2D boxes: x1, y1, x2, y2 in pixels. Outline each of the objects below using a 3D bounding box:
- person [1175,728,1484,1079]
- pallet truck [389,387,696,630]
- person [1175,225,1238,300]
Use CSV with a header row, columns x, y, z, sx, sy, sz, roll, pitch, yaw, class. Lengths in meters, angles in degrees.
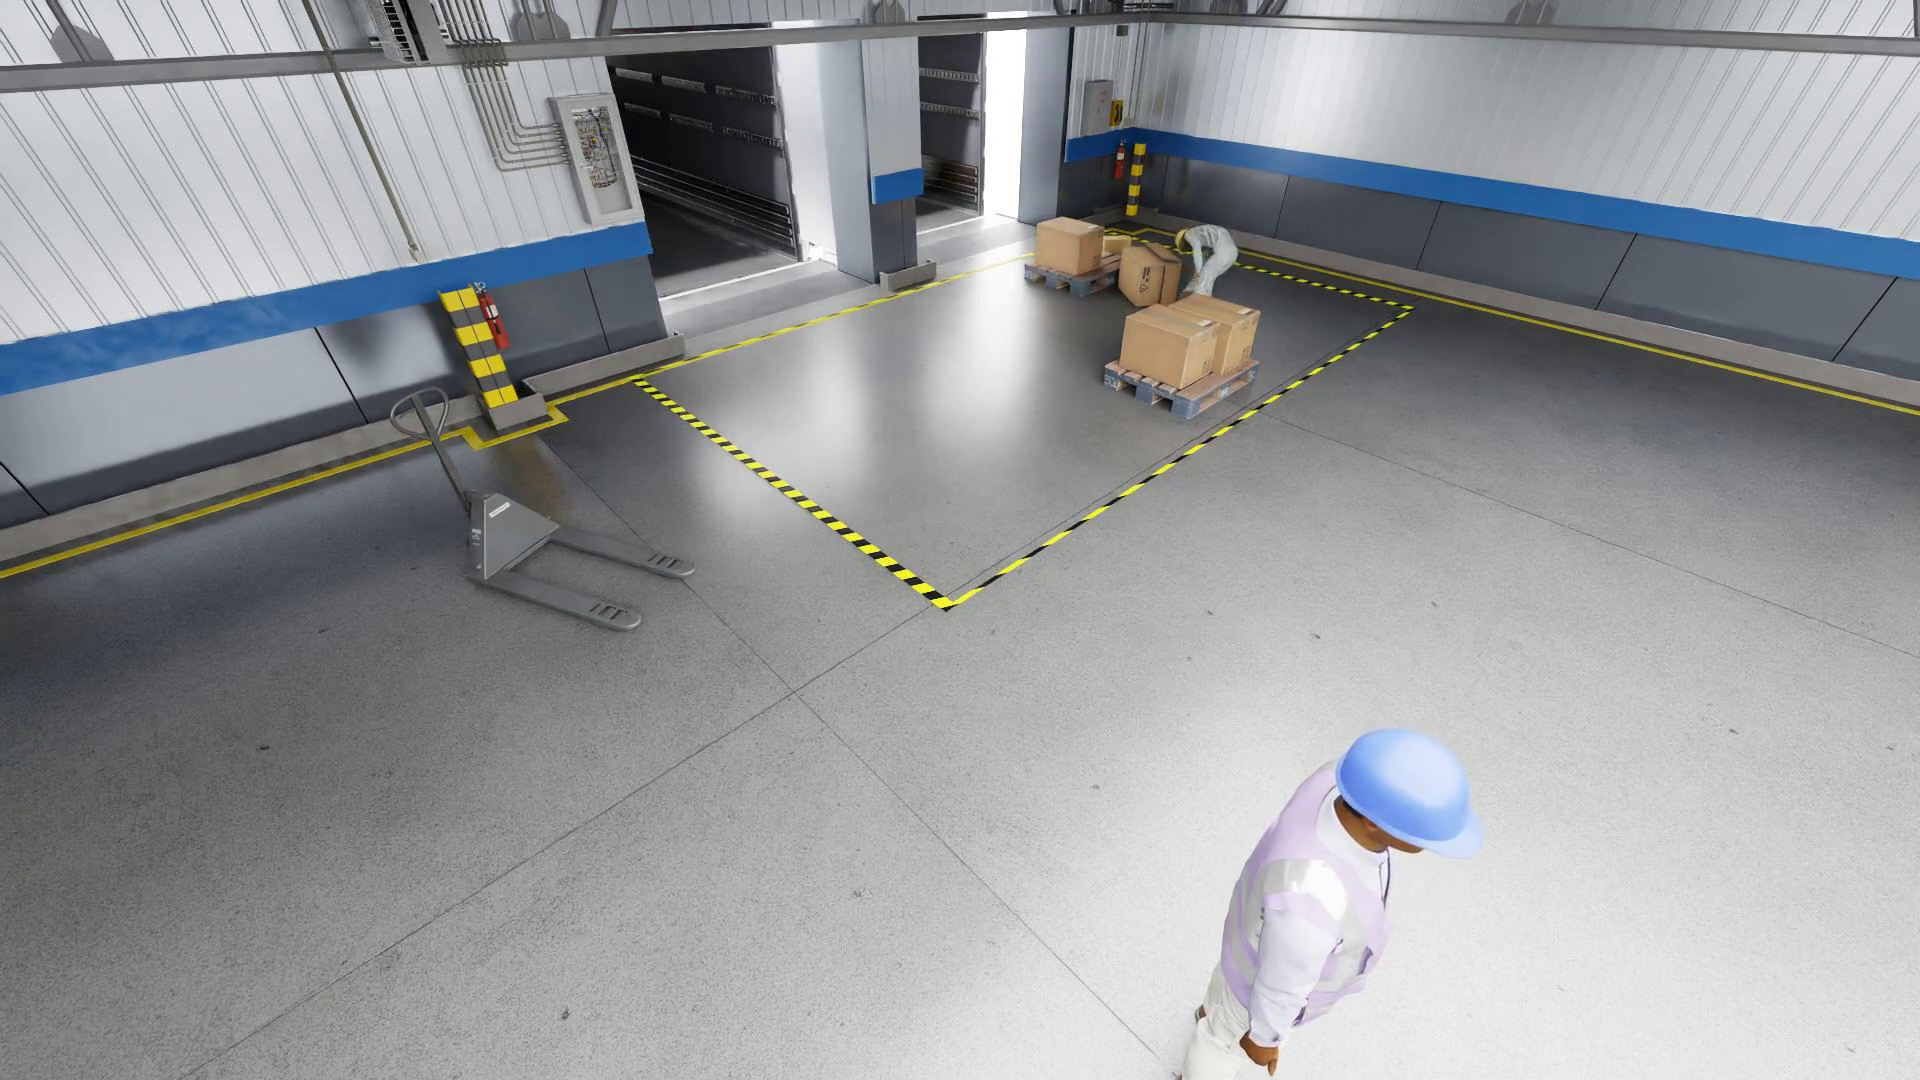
x,y,z,sx,sy,sz,roll,pitch,yaw,class
0.958,1.200,2.142,0.389,1.948,0.604,22,43,26,person
-2.613,-0.247,4.593,1.601,1.201,0.680,14,40,17,pallet truck
2.623,-2.956,8.223,0.826,1.098,0.652,30,47,33,person
